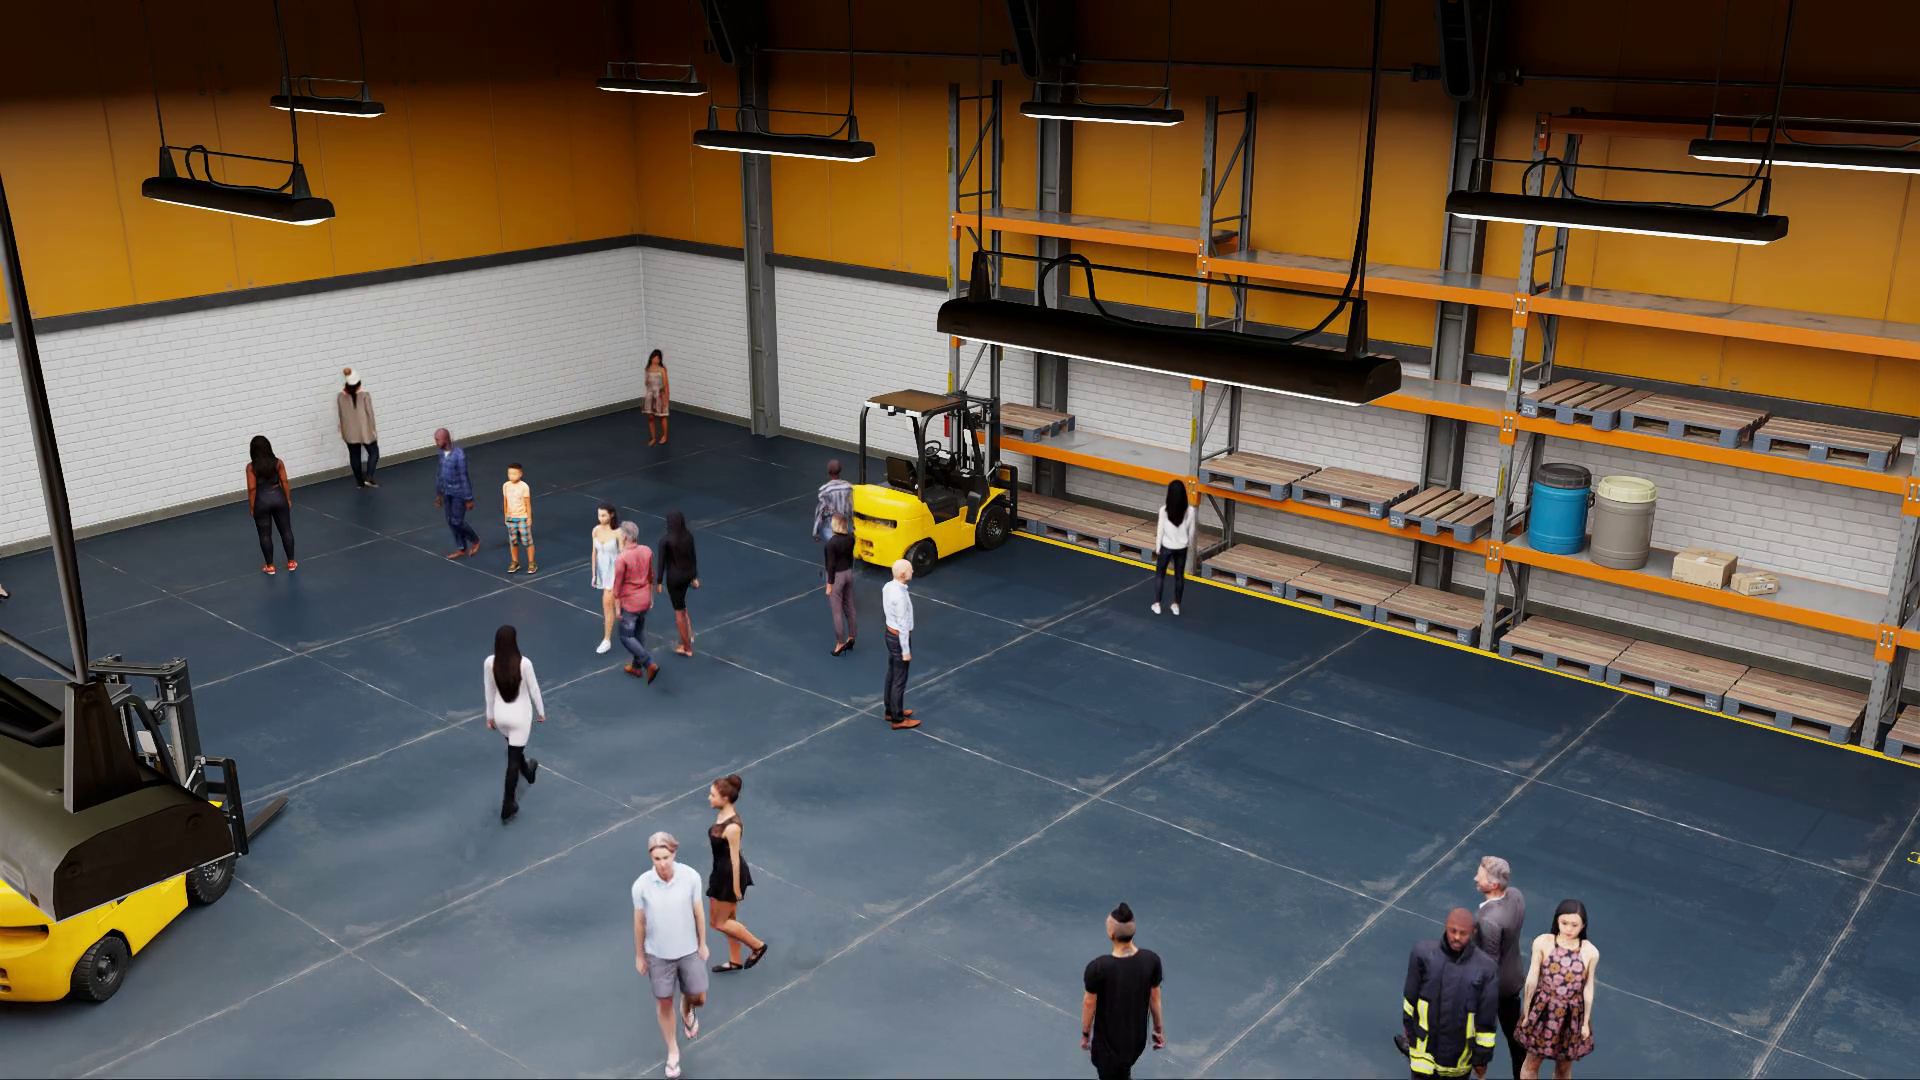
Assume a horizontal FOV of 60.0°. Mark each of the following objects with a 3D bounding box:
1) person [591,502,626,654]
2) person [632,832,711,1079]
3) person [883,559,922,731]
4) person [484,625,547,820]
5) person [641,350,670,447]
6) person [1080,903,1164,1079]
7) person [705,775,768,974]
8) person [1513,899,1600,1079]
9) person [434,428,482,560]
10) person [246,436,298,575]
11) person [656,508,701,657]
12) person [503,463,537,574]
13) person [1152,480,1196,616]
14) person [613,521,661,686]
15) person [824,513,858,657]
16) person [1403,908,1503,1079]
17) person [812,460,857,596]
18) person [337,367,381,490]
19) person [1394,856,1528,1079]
[{"bbox_3d":[-3.965,0.383,19.079,1.156,1.685,0.870,8,20,22],"label":"person"},{"bbox_3d":[-2.004,2.825,11.619,0.894,1.818,0.967,-4,19,-12],"label":"person"},{"bbox_3d":[-0.622,1.050,16.935,0.781,1.789,0.690,-5,19,-14],"label":"person"},{"bbox_3d":[-4.103,1.684,15.105,1.168,1.755,1.089,2,19,7],"label":"person"},{"bbox_3d":[-4.954,-2.346,27.299,0.837,1.610,0.861,7,20,20],"label":"person"},{"bbox_3d":[1.050,3.183,10.533,1.066,1.833,1.259,-6,20,-18],"label":"person"},{"bbox_3d":[-1.686,2.553,12.667,0.811,1.665,0.756,-4,19,-13],"label":"person"},{"bbox_3d":[3.878,3.119,10.813,0.743,1.774,0.834,5,19,16],"label":"person"},{"bbox_3d":[-6.588,-0.635,21.931,0.633,1.794,0.768,14,23,36],"label":"person"},{"bbox_3d":[-8.876,-0.466,21.397,0.747,1.814,0.731,-11,21,-29],"label":"person"},{"bbox_3d":[-3.099,0.491,18.727,0.646,1.705,0.625,13,23,34],"label":"person"},{"bbox_3d":[-5.695,-0.296,21.453,0.552,1.457,0.646,3,19,7],"label":"person"},{"bbox_3d":[2.583,0.100,19.901,0.751,1.697,0.809,-2,19,-6],"label":"person"},{"bbox_3d":[-3.469,0.695,17.950,0.994,1.814,0.713,14,23,36],"label":"person"},{"bbox_3d":[-1.343,0.495,18.767,0.552,1.671,0.615,13,22,33],"label":"person"},{"bbox_3d":[3.171,3.127,10.777,1.177,1.784,1.024,8,20,23],"label":"person"},{"bbox_3d":[-1.465,-0.070,20.322,0.881,1.751,1.229,-12,22,-33],"label":"person"},{"bbox_3d":[-9.009,-1.649,24.803,0.902,1.883,0.966,0,19,0],"label":"person"},{"bbox_3d":[3.661,2.993,11.169,1.198,1.786,0.751,17,25,41],"label":"person"}]
